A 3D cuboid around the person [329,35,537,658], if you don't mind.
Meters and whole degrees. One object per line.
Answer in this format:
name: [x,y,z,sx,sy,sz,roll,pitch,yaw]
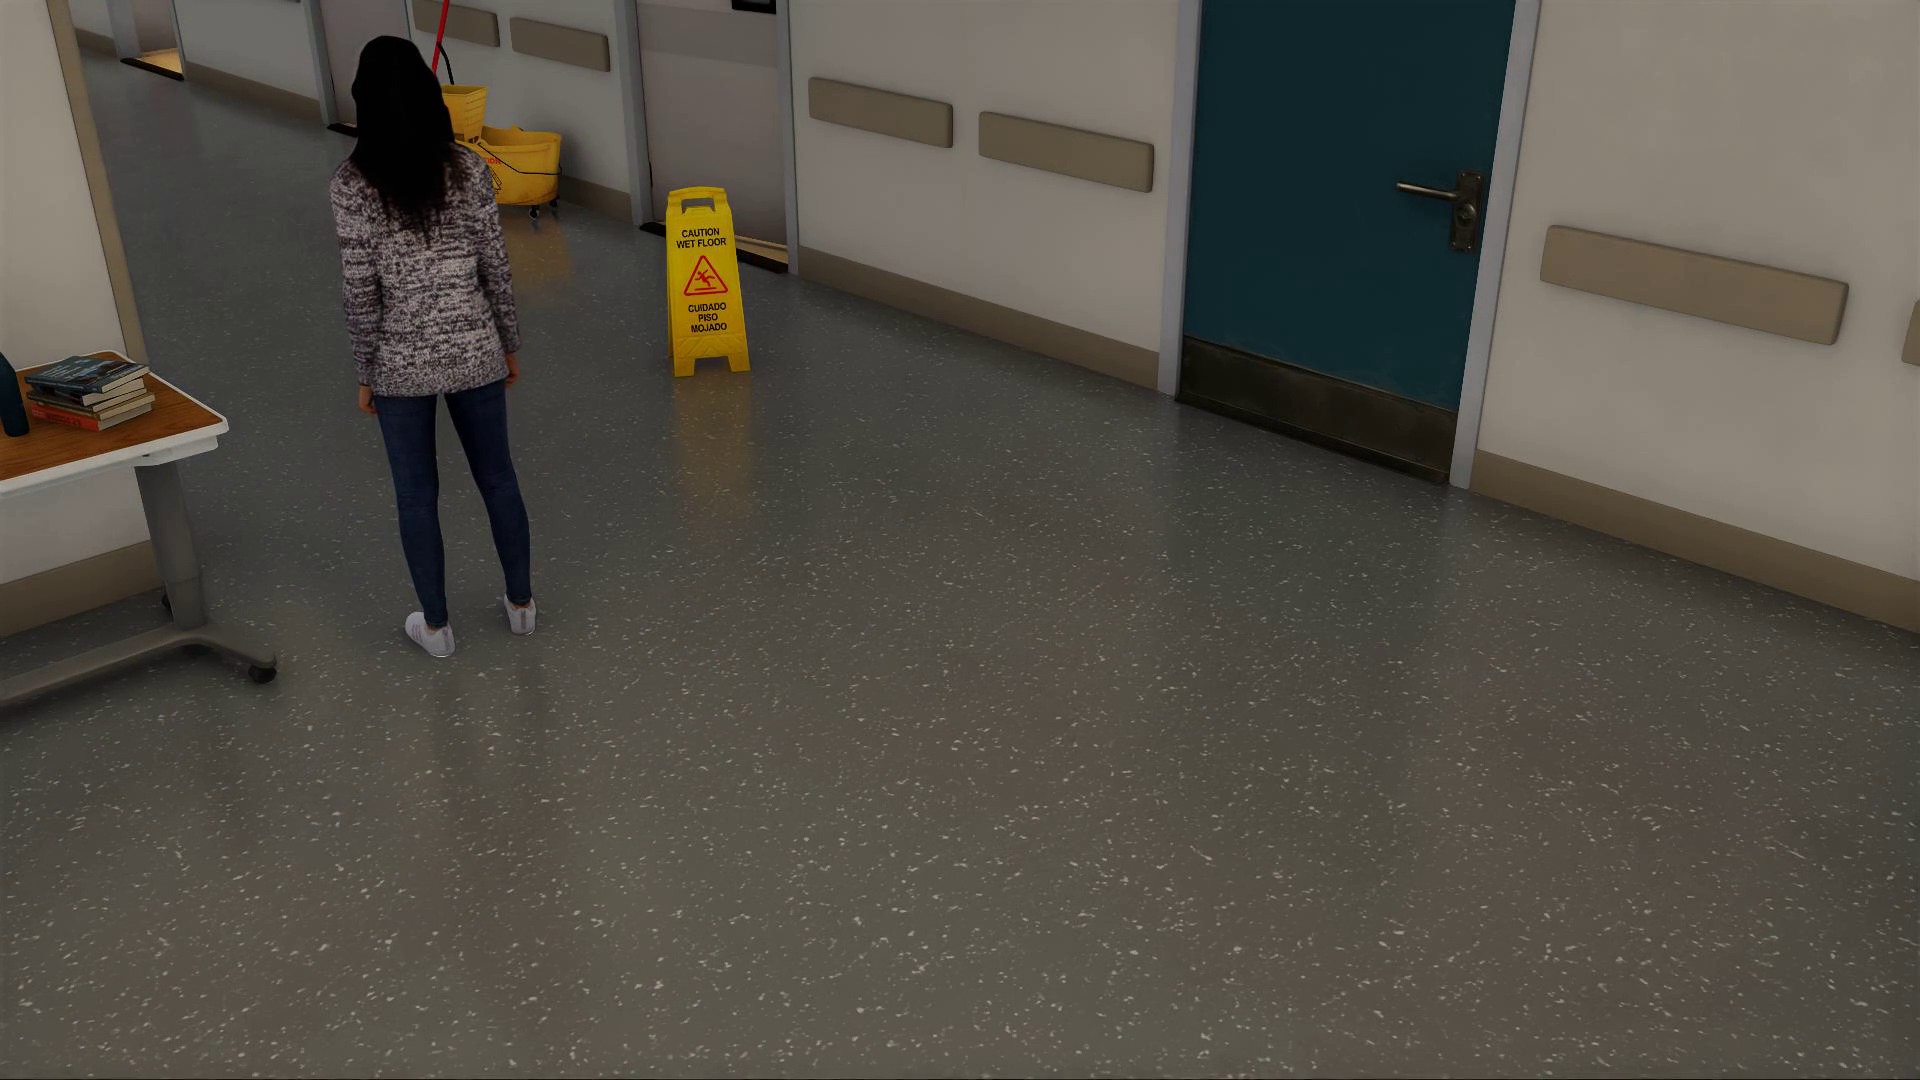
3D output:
person: [-1.458,-0.507,4.613,0.667,1.732,0.600,-15,29,-27]
